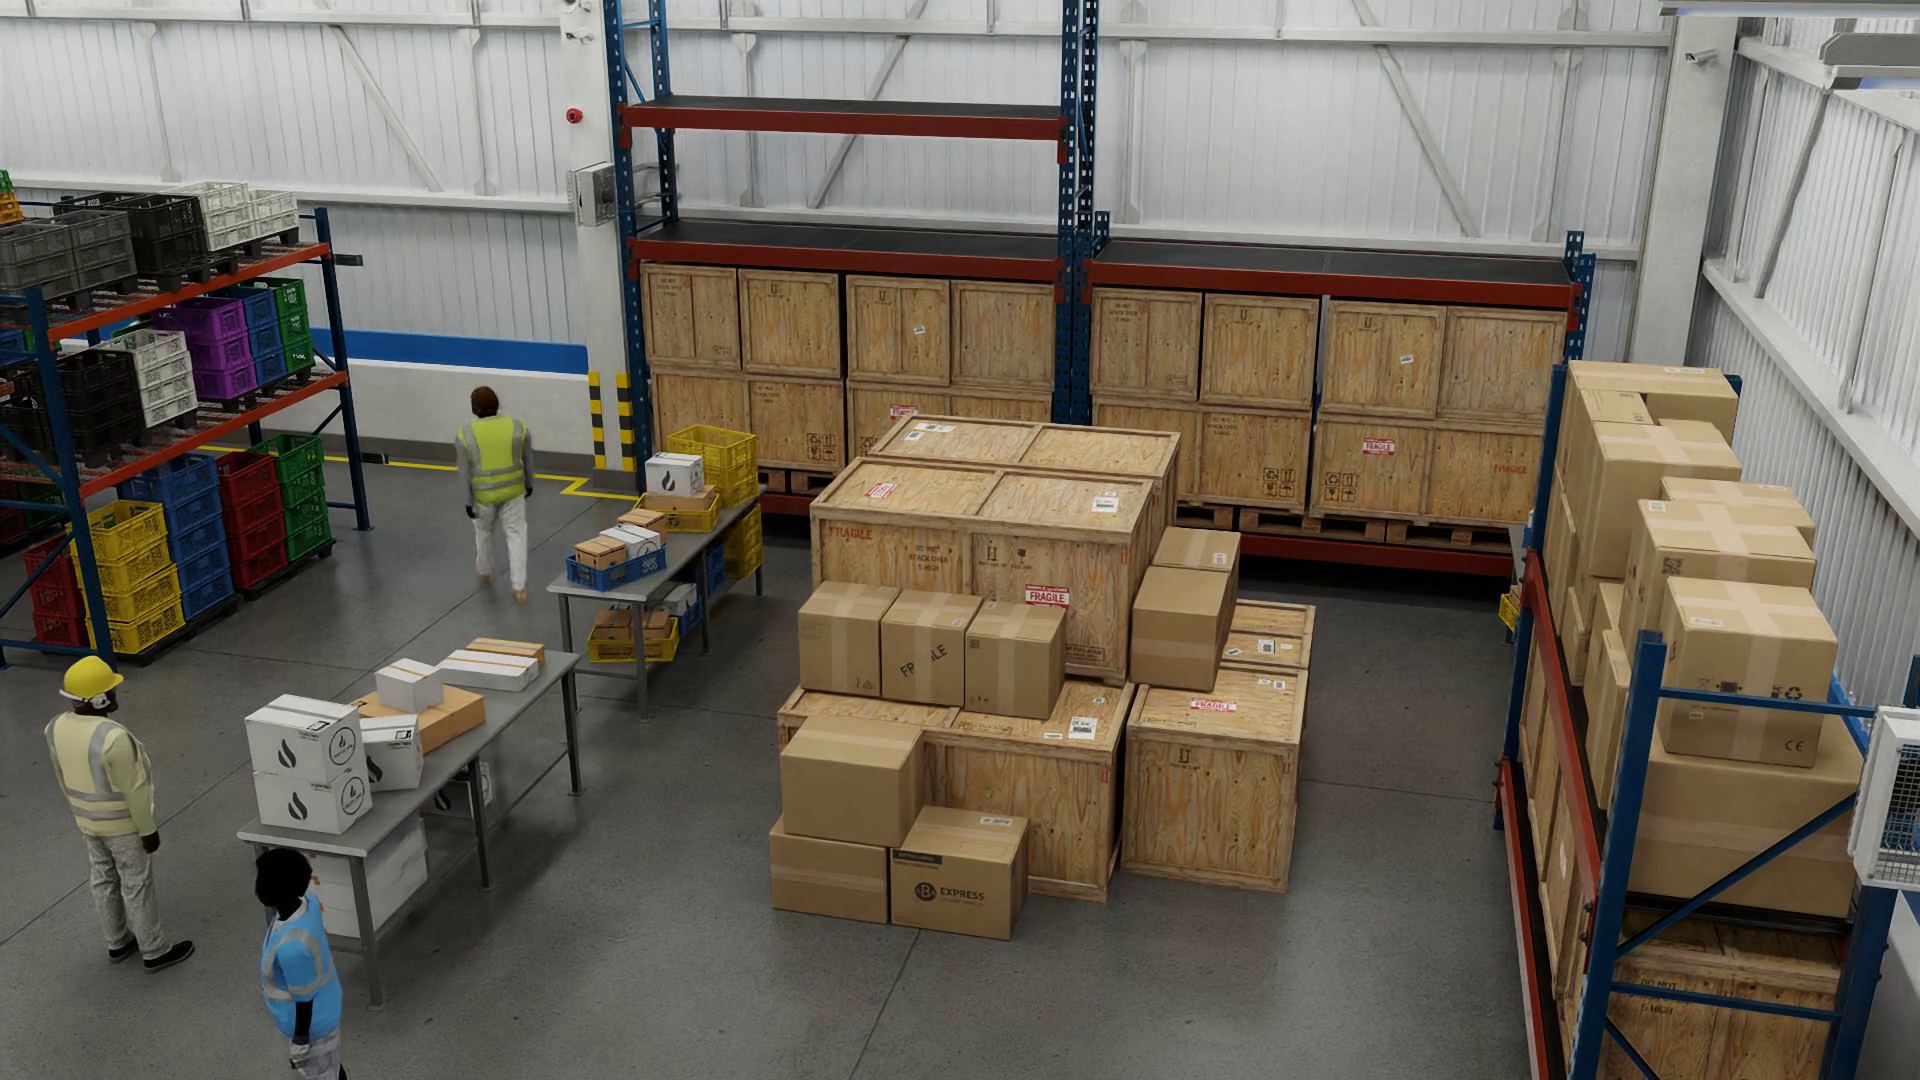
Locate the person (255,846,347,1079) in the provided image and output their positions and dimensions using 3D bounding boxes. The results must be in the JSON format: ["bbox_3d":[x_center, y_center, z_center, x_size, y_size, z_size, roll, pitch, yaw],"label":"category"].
[{"bbox_3d":[-2.933,2.126,7.459,0.318,1.699,0.533,-7,22,-18],"label":"person"}]

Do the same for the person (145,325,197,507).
[{"bbox_3d":[-7.423,-1.088,15.594,0.628,1.896,0.970,-14,25,-33],"label":"person"}]

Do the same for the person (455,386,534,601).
[{"bbox_3d":[-3.909,-0.433,14.000,0.639,1.811,0.851,-9,23,-23],"label":"person"}]

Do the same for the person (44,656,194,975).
[{"bbox_3d":[-4.546,1.477,8.970,0.586,1.835,0.403,10,23,24],"label":"person"}]

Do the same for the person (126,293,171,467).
[{"bbox_3d":[-8.155,-1.625,17.029,0.453,1.871,0.606,8,22,21],"label":"person"}]
